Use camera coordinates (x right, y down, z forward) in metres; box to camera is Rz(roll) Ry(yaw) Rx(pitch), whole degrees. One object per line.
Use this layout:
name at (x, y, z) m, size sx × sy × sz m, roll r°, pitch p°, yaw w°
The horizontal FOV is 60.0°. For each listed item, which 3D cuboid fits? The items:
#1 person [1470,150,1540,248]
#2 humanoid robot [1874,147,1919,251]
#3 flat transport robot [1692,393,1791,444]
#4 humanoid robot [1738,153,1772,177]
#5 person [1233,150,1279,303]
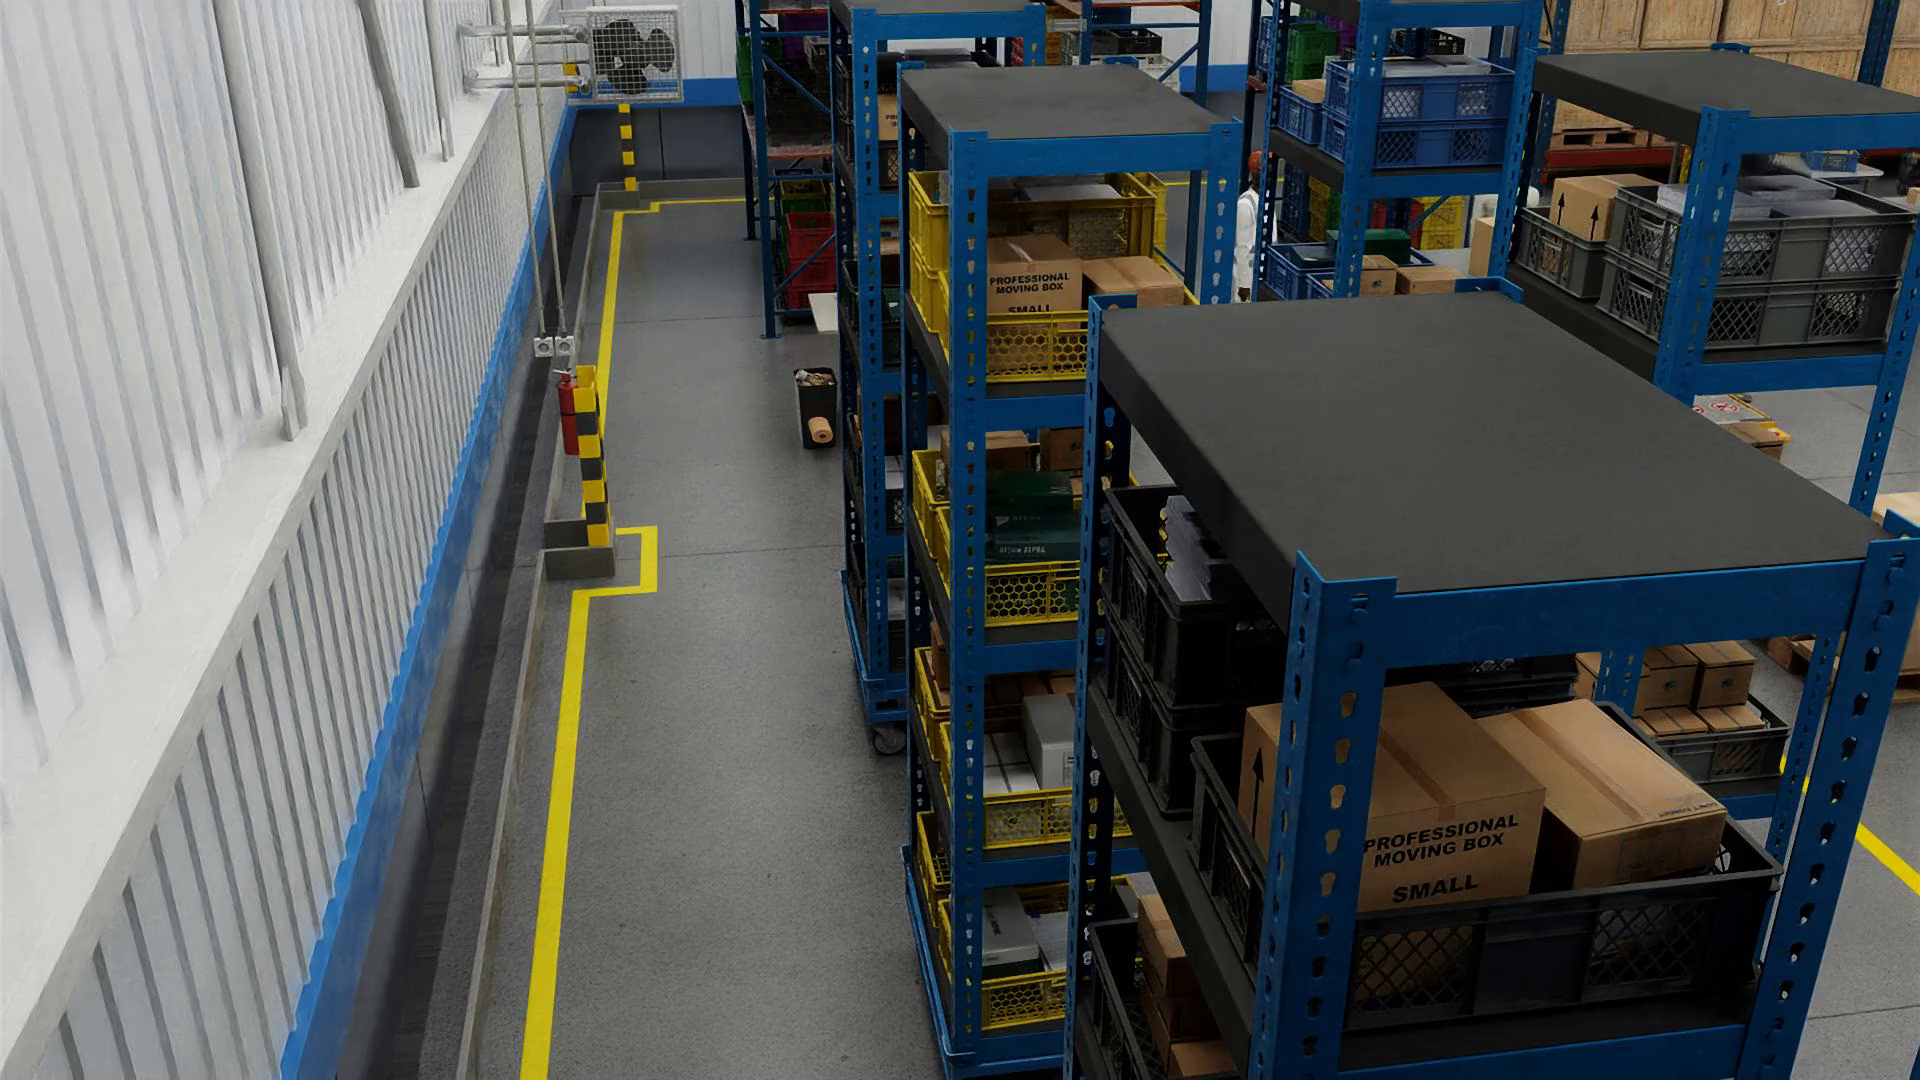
person at (4.436, -2.374, 13.689) m, size 0.514 × 1.751 × 0.374 m, roll 3°, pitch 25°, yaw 6°
humanoid robot at (9.495, -3.545, 16.362) m, size 0.526 × 1.632 × 0.724 m, roll -1°, pitch 25°, yaw -2°
flat transport robot at (5.224, -0.859, 12.132) m, size 1.431 × 0.197 × 0.652 m, roll -4°, pitch 25°, yaw -8°
humanoid robot at (7.415, -3.173, 15.523) m, size 0.531 × 1.642 × 0.586 m, roll 5°, pitch 25°, yaw 10°
person at (2.266, -2.048, 12.818) m, size 0.350 × 1.882 × 0.582 m, roll 12°, pitch 27°, yaw 24°
